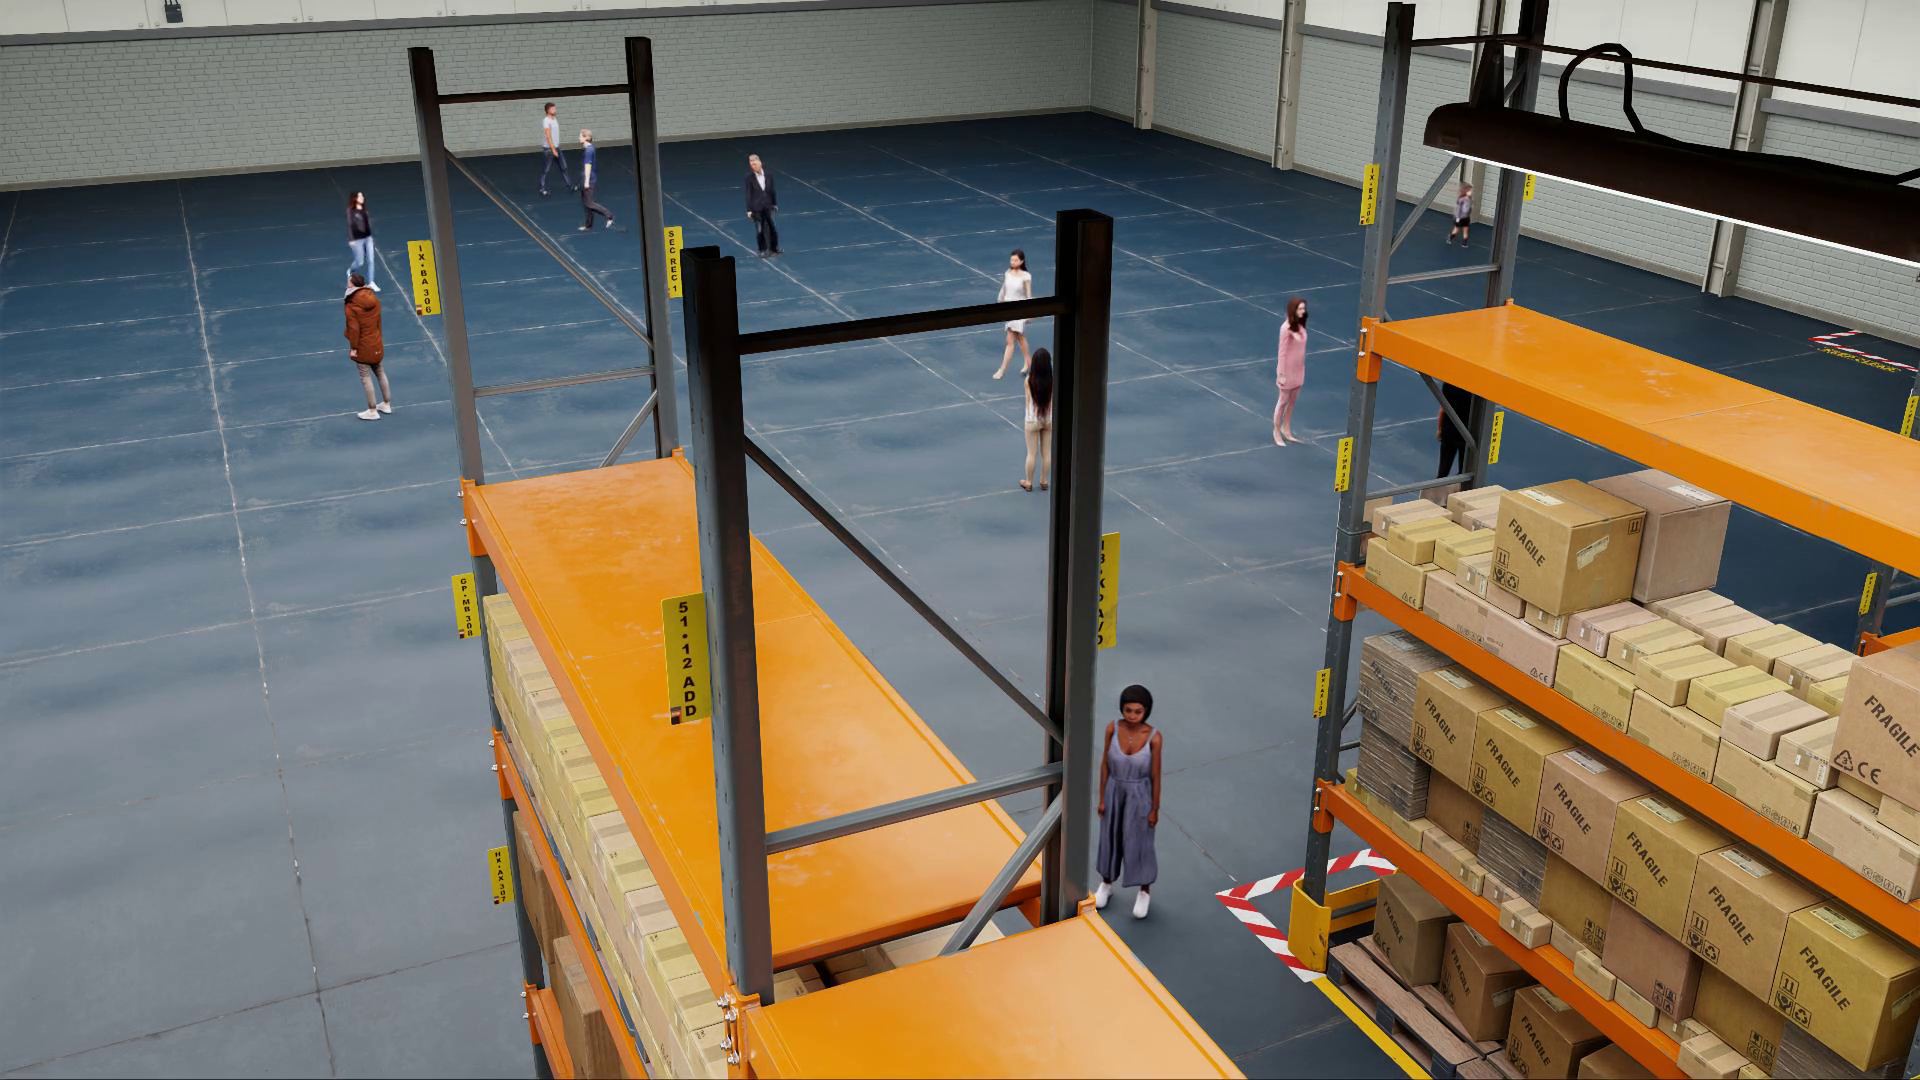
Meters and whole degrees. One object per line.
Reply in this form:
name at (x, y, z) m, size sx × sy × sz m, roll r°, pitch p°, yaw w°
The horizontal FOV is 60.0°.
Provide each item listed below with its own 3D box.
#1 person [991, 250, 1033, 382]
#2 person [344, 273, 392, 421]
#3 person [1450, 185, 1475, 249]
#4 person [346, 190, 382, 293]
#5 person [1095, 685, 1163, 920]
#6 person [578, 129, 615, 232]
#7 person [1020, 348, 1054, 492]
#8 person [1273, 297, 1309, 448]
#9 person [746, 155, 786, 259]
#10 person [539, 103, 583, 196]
person at (0.789, -3.015, 22.288) m, size 1.164 × 1.730 × 0.973 m, roll 20°, pitch 30°, yaw 38°
person at (-7.398, -2.426, 20.764) m, size 0.895 × 1.838 × 0.845 m, roll 10°, pitch 25°, yaw 23°
person at (8.925, -5.761, 29.555) m, size 0.546 × 1.095 × 0.727 m, roll -7°, pitch 24°, yaw -16°
person at (-9.611, -4.777, 26.570) m, size 0.979 × 1.621 × 0.887 m, roll 13°, pitch 26°, yaw 28°
person at (1.140, 1.732, 11.169) m, size 0.651 × 1.695 × 0.726 m, roll 10°, pitch 25°, yaw 22°
person at (-6.727, -6.575, 30.501) m, size 0.847 × 1.853 × 0.926 m, roll -5°, pitch 23°, yaw -11°
person at (0.895, -1.319, 18.396) m, size 0.644 × 1.654 × 0.571 m, roll -10°, pitch 25°, yaw -23°
person at (3.945, -2.021, 19.857) m, size 0.640 × 1.801 × 0.684 m, roll 21°, pitch 31°, yaw 40°
person at (-3.383, -5.760, 28.688) m, size 0.826 × 1.773 × 0.692 m, roll -14°, pitch 27°, yaw -29°
person at (-8.330, -7.851, 33.540) m, size 1.169 × 1.823 × 1.150 m, roll 7°, pitch 24°, yaw 15°
